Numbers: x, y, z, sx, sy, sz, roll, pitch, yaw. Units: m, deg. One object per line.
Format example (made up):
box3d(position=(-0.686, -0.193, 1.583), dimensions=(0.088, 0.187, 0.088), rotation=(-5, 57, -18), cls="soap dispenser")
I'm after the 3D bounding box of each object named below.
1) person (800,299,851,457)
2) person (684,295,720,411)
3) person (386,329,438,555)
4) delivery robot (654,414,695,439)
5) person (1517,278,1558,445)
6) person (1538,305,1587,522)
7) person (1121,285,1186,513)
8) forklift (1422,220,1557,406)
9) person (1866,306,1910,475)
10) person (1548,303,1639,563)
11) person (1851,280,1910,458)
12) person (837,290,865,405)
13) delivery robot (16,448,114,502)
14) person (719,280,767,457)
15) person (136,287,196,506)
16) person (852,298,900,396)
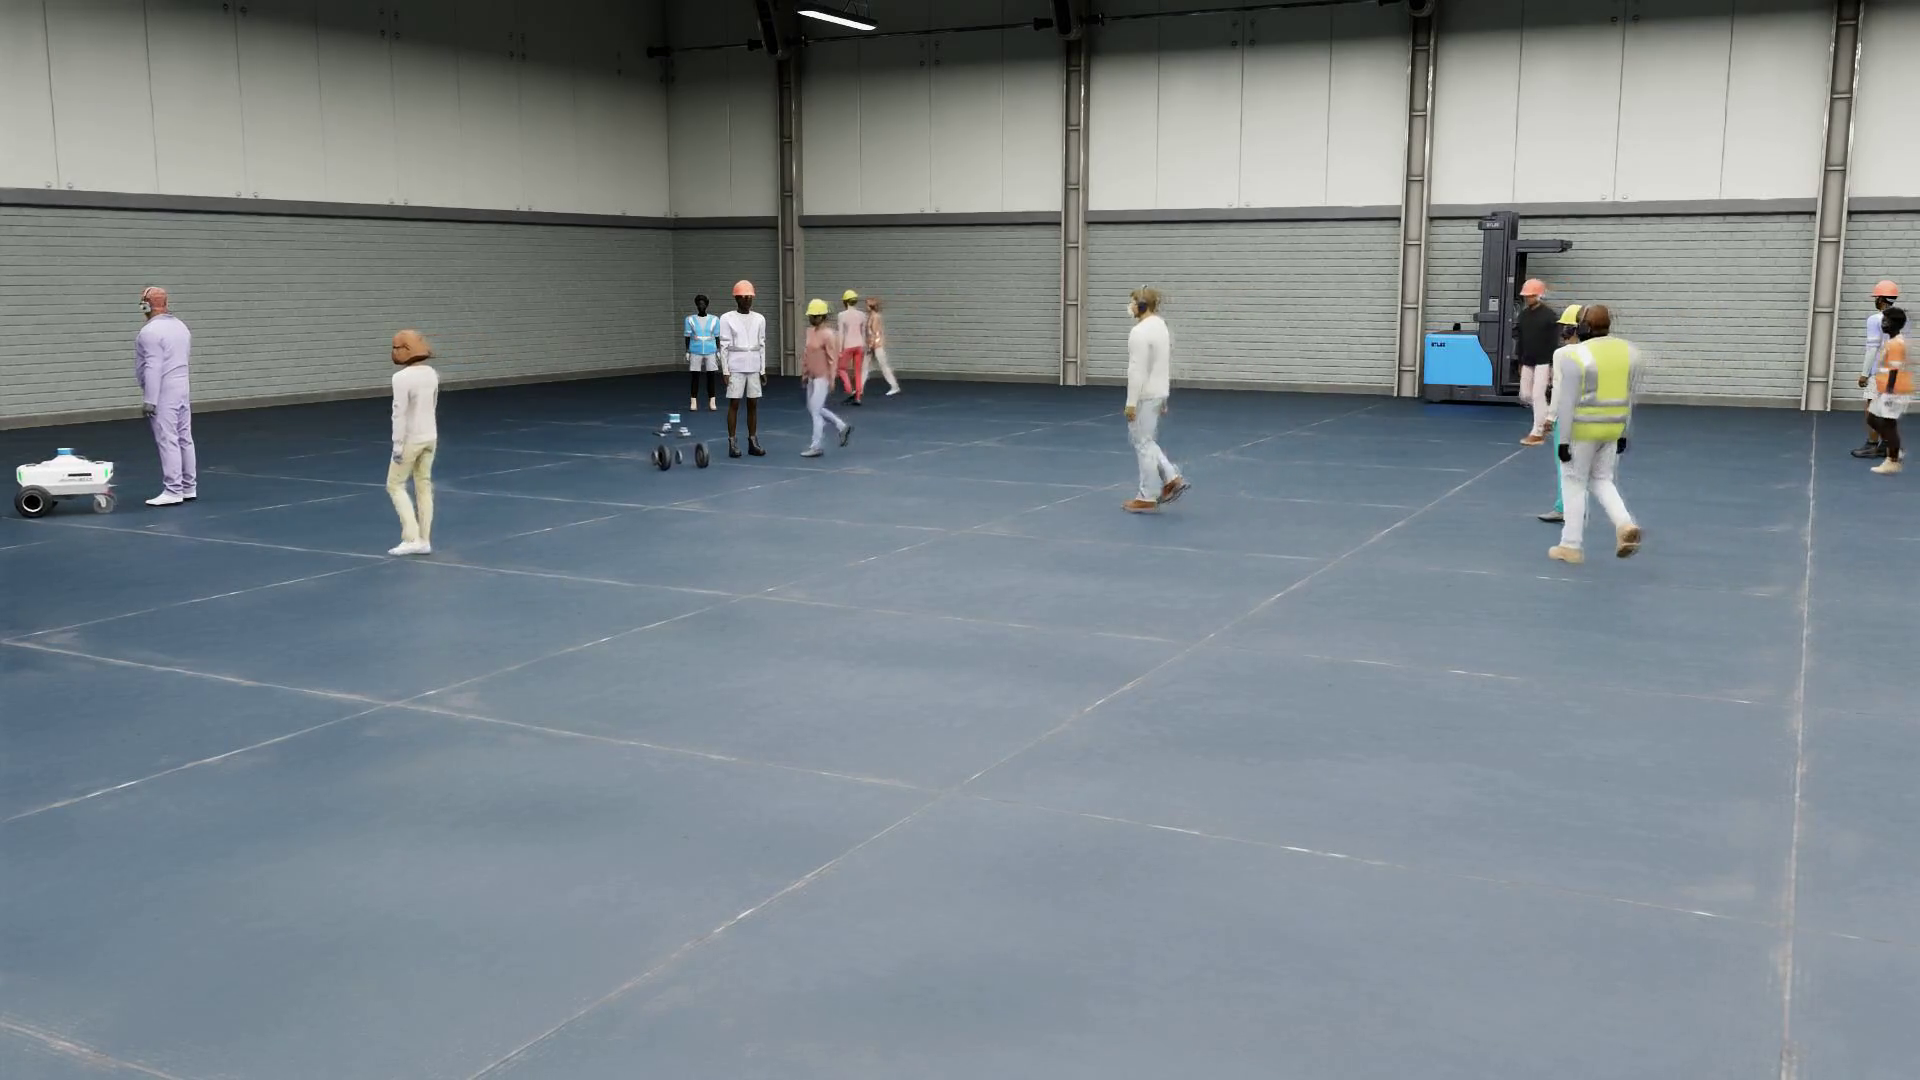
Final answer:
box3d(position=(-1.490, -1.804, 18.450), dimensions=(0.626, 1.739, 0.547), rotation=(-6, 11, -34), cls="person")
box3d(position=(-3.770, -2.744, 24.395), dimensions=(0.540, 1.695, 0.317), rotation=(-2, 9, -12), cls="person")
box3d(position=(-3.949, -0.697, 11.985), dimensions=(0.345, 1.632, 0.522), rotation=(3, 10, 18), cls="person")
box3d(position=(-2.991, -1.205, 17.465), dimensions=(0.335, 0.223, 0.698), rotation=(-5, 11, -29), cls="delivery robot")
box3d(position=(6.895, -2.119, 19.745), dimensions=(0.715, 1.966, 0.631), rotation=(-4, 10, -25), cls="person")
box3d(position=(5.005, -1.036, 13.640), dimensions=(0.529, 1.772, 0.304), rotation=(-6, 11, -33), cls="person")
box3d(position=(1.592, -1.189, 14.103), dimensions=(0.464, 1.927, 0.629), rotation=(4, 10, 21), cls="person")
box3d(position=(8.245, -3.527, 25.720), dimensions=(1.873, 2.768, 1.129), rotation=(5, 10, 27), cls="forklift")
box3d(position=(9.349, -1.502, 16.743), dimensions=(0.369, 1.683, 0.545), rotation=(4, 10, 24), cls="person")
box3d(position=(4.441, -0.736, 11.617), dimensions=(0.641, 1.828, 0.579), rotation=(-3, 10, -20), cls="person")
box3d(position=(10.120, -1.874, 18.294), dimensions=(0.544, 1.939, 0.355), rotation=(-4, 10, -23), cls="person")
box3d(position=(-1.665, -2.941, 25.455), dimensions=(0.530, 1.756, 0.405), rotation=(-6, 11, -33), cls="person")
box3d(position=(-7.600, -0.538, 14.146), dimensions=(0.707, 0.478, 0.477), rotation=(-3, 10, -20), cls="delivery robot")
box3d(position=(-2.390, -1.902, 18.455), dimensions=(0.545, 1.942, 0.351), rotation=(-6, 11, -32), cls="person")
box3d(position=(-7.006, -1.261, 14.621), dimensions=(0.399, 1.905, 0.642), rotation=(0, 9, 2), cls="person")
box3d(position=(-1.385, -3.152, 27.241), dimensions=(0.857, 1.597, 0.527), rotation=(-2, 10, -15), cls="person")
